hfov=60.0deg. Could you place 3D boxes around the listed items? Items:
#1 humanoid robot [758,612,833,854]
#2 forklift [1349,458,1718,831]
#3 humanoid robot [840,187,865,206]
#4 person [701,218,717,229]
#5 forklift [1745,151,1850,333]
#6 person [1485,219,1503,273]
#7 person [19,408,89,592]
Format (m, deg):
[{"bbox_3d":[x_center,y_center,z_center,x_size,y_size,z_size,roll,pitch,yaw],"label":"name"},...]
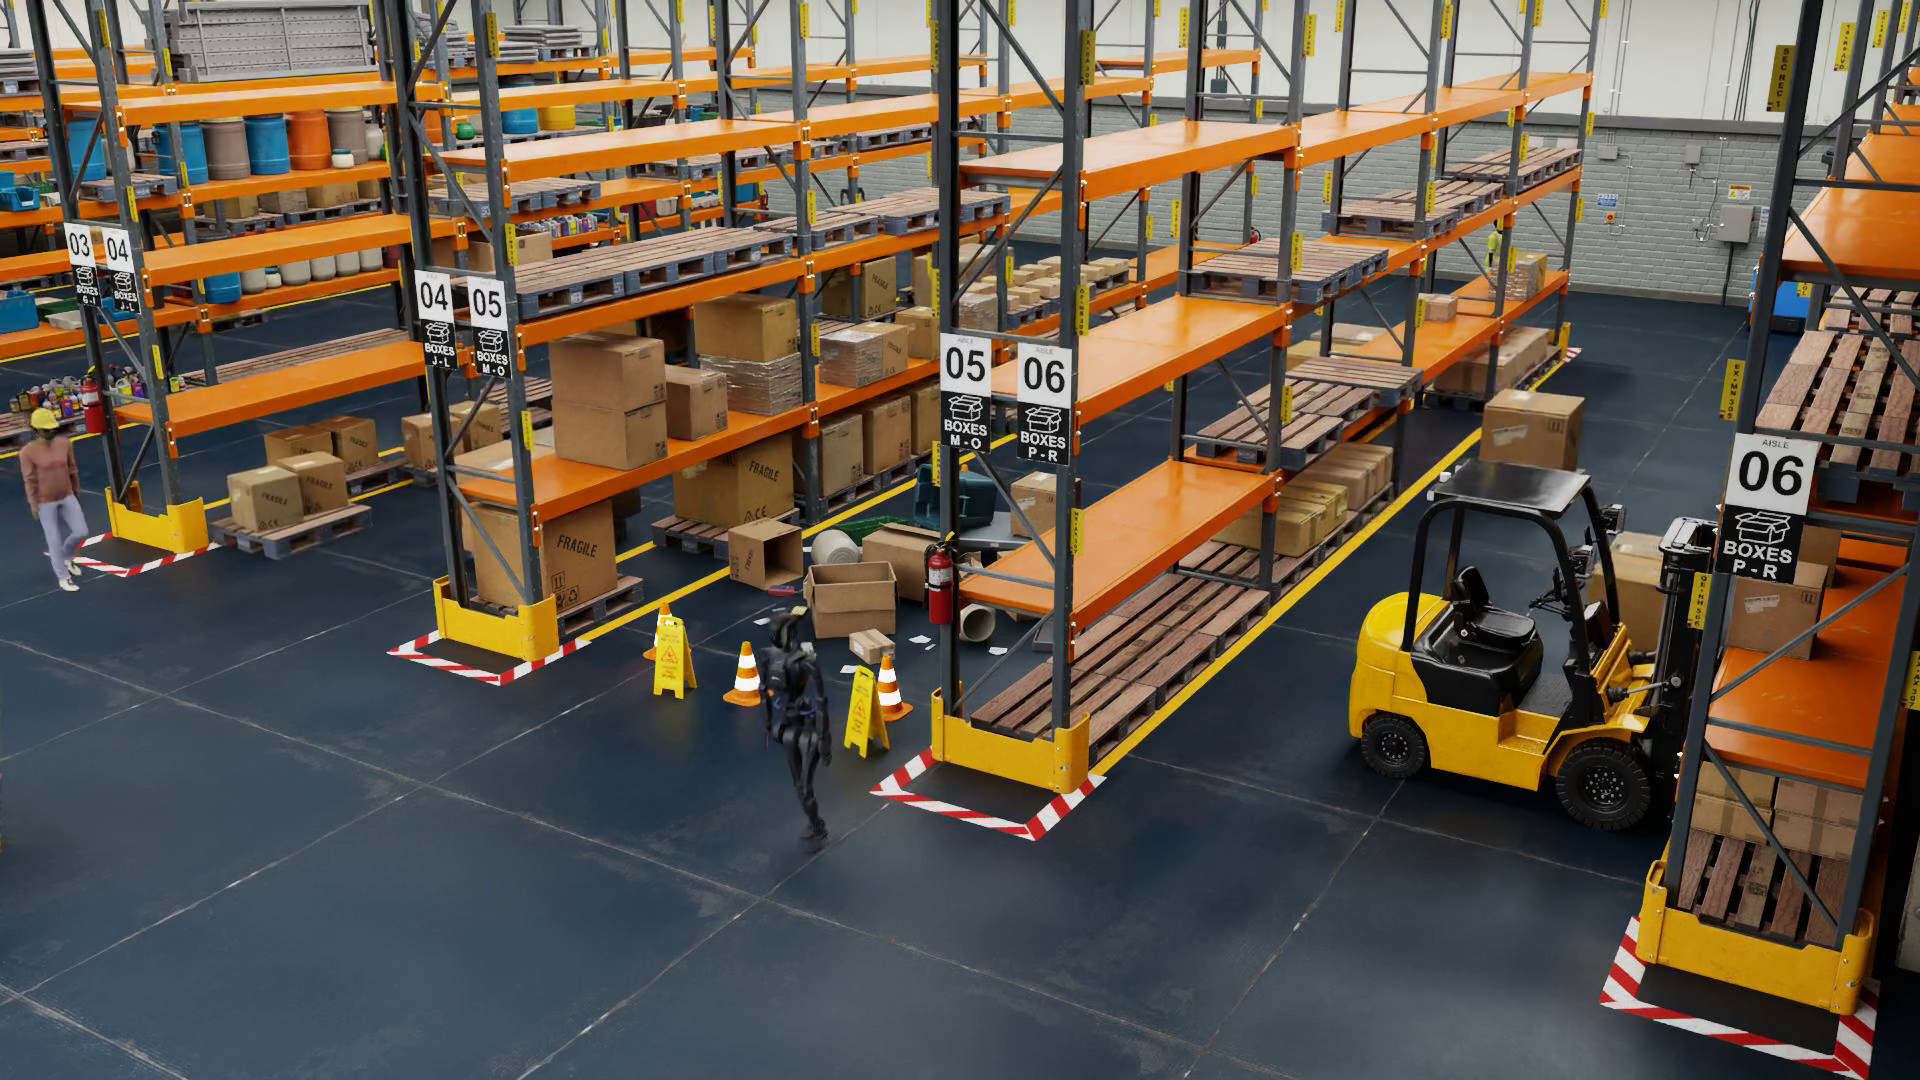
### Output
[{"bbox_3d":[-1.048,1.225,10.930,0.586,1.637,0.401,12,22,30],"label":"humanoid robot"},{"bbox_3d":[3.988,0.658,11.776,2.313,2.155,1.214,11,22,29],"label":"forklift"},{"bbox_3d":[-2.173,-6.486,33.262,0.586,1.630,0.741,-10,21,-26],"label":"humanoid robot"},{"bbox_3d":[-5.288,-7.029,34.767,0.489,1.688,0.350,-6,20,-17],"label":"person"},{"bbox_3d":[13.620,-4.667,26.137,1.873,2.768,1.129,11,22,29],"label":"forklift"},{"bbox_3d":[8.873,-4.538,27.547,0.319,1.696,0.531,16,25,38],"label":"person"},{"bbox_3d":[-8.404,-0.377,15.437,0.409,1.758,0.535,12,22,31],"label":"person"}]
